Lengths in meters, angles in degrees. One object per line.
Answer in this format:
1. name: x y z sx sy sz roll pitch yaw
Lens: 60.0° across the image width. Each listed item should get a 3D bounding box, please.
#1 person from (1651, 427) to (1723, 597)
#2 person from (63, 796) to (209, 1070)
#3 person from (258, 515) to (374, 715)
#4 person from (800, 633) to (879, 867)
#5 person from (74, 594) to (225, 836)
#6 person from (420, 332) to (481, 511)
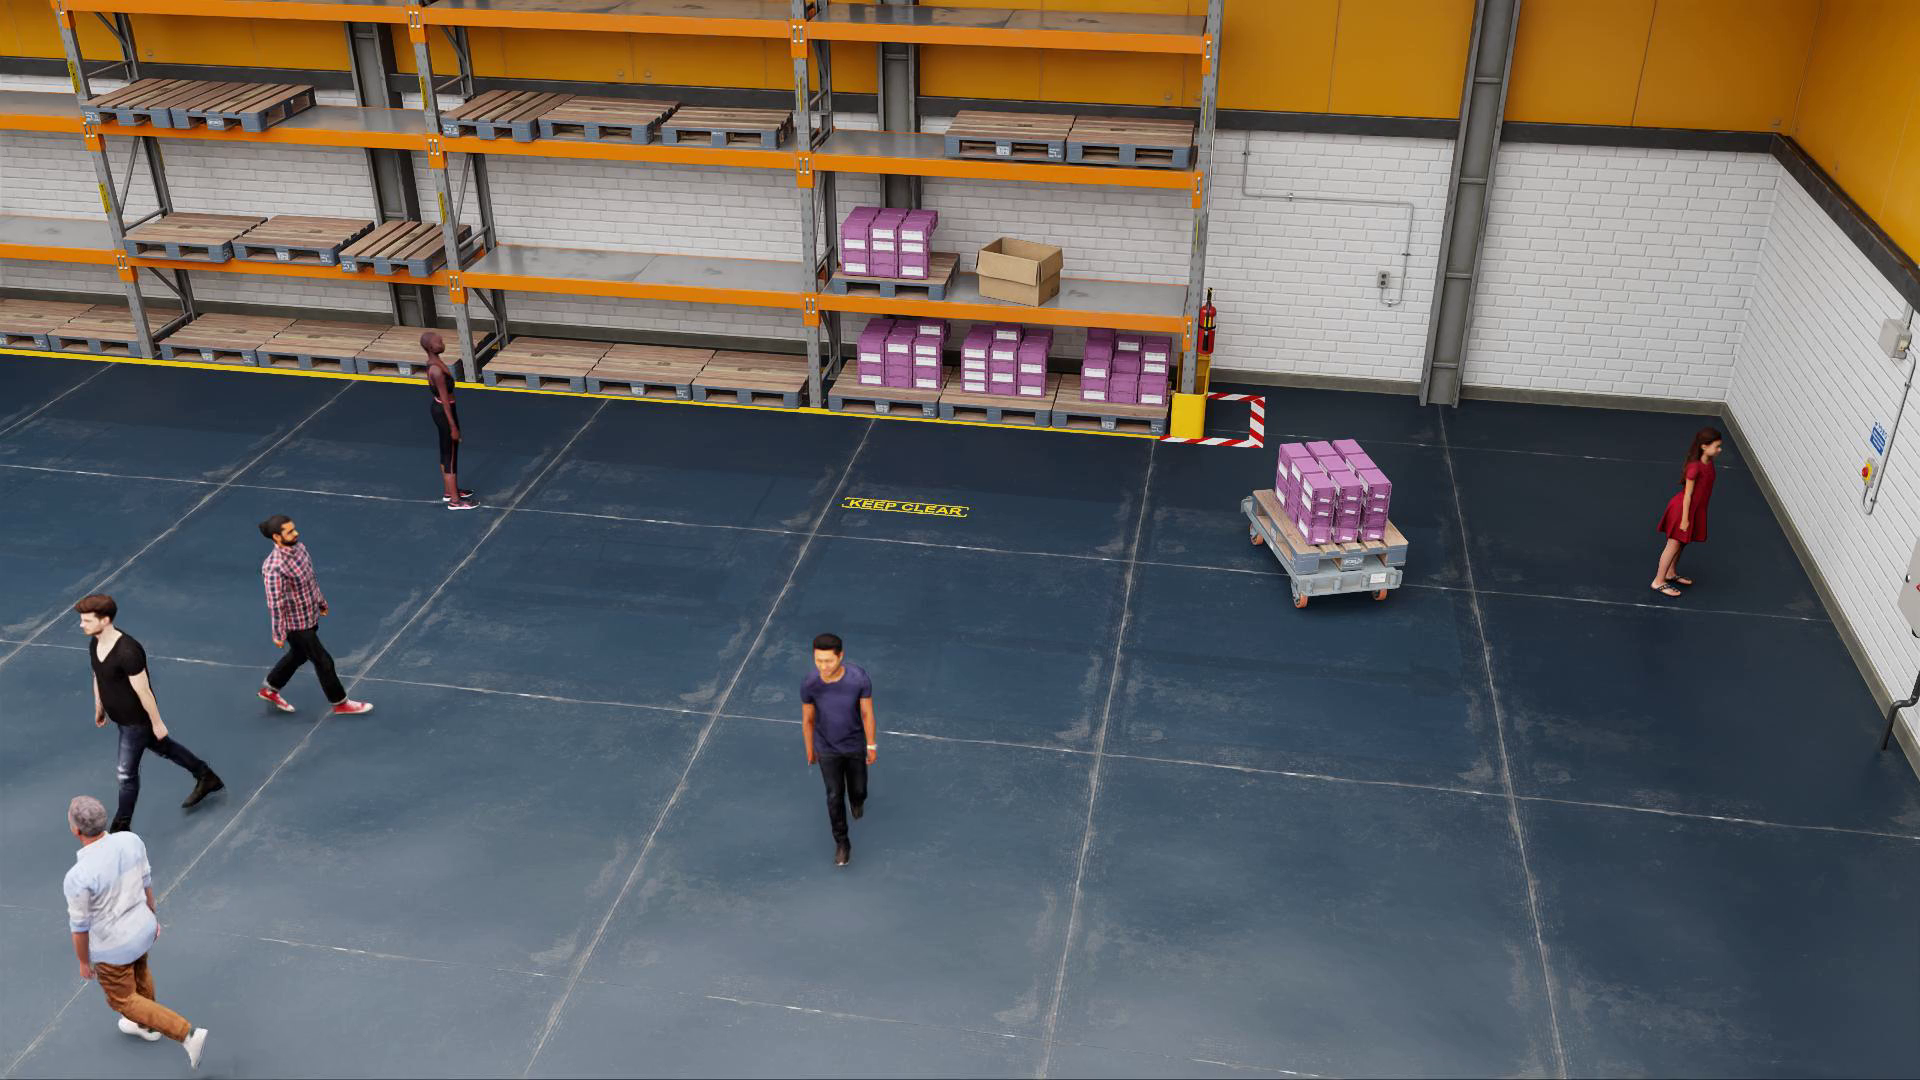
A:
1. person: 6.278 -0.270 14.352 0.731 1.550 0.674 23 36 35
2. person: -4.708 2.264 9.442 1.039 1.803 0.741 8 30 15
3. person: -5.079 0.588 12.572 1.180 1.748 0.877 -2 29 -4
4. person: -0.796 1.331 11.187 0.868 1.770 0.822 -1 29 -2
5. person: -5.570 1.171 11.401 1.269 1.845 1.175 23 36 35
6. person: -4.882 -1.142 15.734 0.702 1.757 0.674 -12 31 -21
